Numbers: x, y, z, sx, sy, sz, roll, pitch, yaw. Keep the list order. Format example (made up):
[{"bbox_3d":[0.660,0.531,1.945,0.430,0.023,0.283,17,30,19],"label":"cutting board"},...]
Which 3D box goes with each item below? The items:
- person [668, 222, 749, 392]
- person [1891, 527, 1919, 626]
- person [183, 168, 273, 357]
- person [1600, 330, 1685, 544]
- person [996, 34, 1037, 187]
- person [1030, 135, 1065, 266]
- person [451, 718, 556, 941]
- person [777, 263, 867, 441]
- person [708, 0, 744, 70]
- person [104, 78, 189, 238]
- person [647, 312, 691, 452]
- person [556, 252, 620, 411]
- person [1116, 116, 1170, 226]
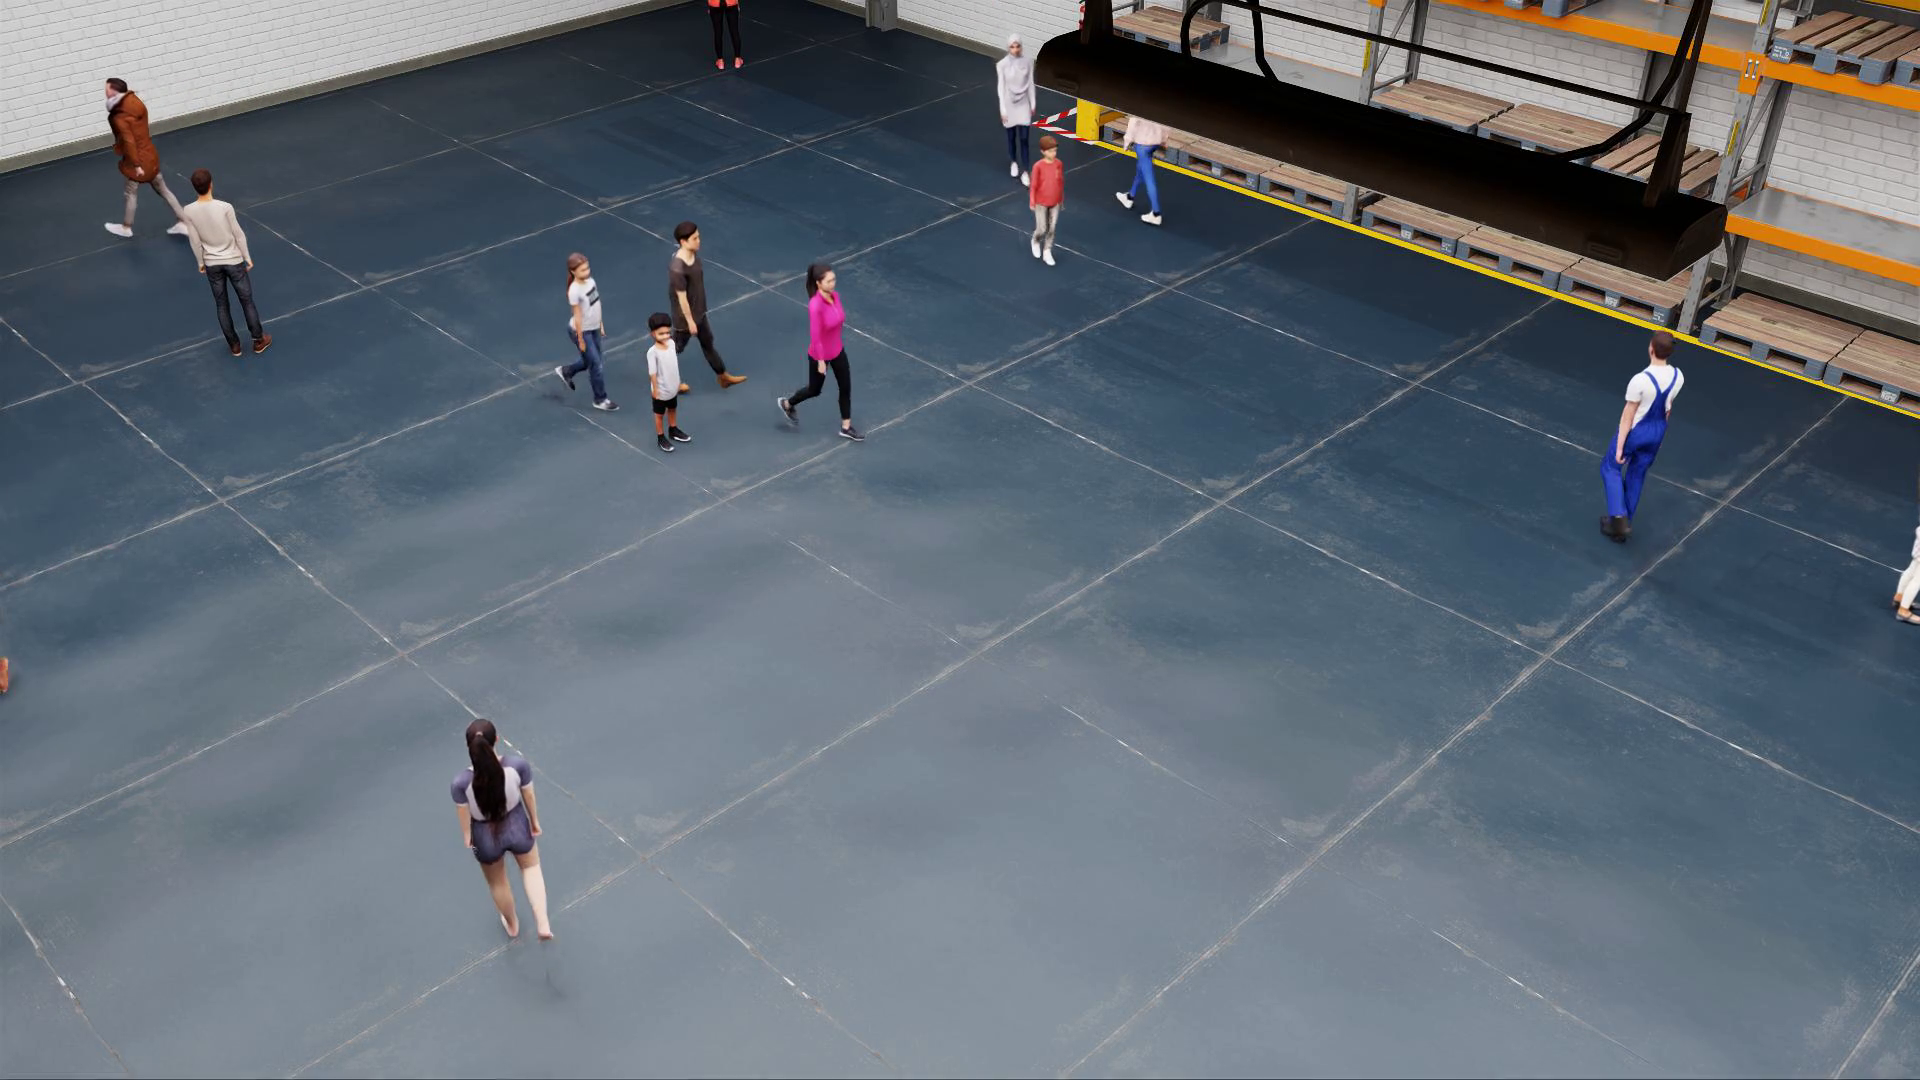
[{"bbox_3d":[-2.562,-2.102,15.208,1.142,1.673,0.950,9,35,13],"label":"person"},{"bbox_3d":[7.198,0.021,12.344,0.641,1.309,0.621,10,35,15],"label":"person"},{"bbox_3d":[-7.015,-2.642,15.845,0.745,1.868,0.766,-6,34,-8],"label":"person"},{"bbox_3d":[5.369,-0.750,13.029,0.823,1.835,0.888,-5,34,-7],"label":"person"},{"bbox_3d":[0.650,-5.151,19.729,0.950,1.747,1.022,-2,34,-3],"label":"person"},{"bbox_3d":[0.903,-3.653,17.777,0.637,1.412,0.709,-13,36,-19],"label":"person"},{"bbox_3d":[-2.591,1.724,9.484,0.716,1.638,0.826,-16,37,-23],"label":"person"},{"bbox_3d":[-1.253,-1.635,14.509,1.109,1.670,0.769,17,37,23],"label":"person"},{"bbox_3d":[-3.313,-7.468,23.262,0.680,1.694,0.718,-4,34,-6],"label":"person"},{"bbox_3d":[-8.854,-4.128,18.150,1.210,1.790,1.118,2,34,3],"label":"person"},{"bbox_3d":[-2.581,-1.405,14.536,0.513,1.257,0.514,22,39,29],"label":"person"},{"bbox_3d":[-3.435,-1.888,15.009,0.952,1.538,0.788,7,34,11],"label":"person"},{"bbox_3d":[2.160,-4.363,18.555,0.688,1.734,1.007,-28,43,-35],"label":"person"}]
